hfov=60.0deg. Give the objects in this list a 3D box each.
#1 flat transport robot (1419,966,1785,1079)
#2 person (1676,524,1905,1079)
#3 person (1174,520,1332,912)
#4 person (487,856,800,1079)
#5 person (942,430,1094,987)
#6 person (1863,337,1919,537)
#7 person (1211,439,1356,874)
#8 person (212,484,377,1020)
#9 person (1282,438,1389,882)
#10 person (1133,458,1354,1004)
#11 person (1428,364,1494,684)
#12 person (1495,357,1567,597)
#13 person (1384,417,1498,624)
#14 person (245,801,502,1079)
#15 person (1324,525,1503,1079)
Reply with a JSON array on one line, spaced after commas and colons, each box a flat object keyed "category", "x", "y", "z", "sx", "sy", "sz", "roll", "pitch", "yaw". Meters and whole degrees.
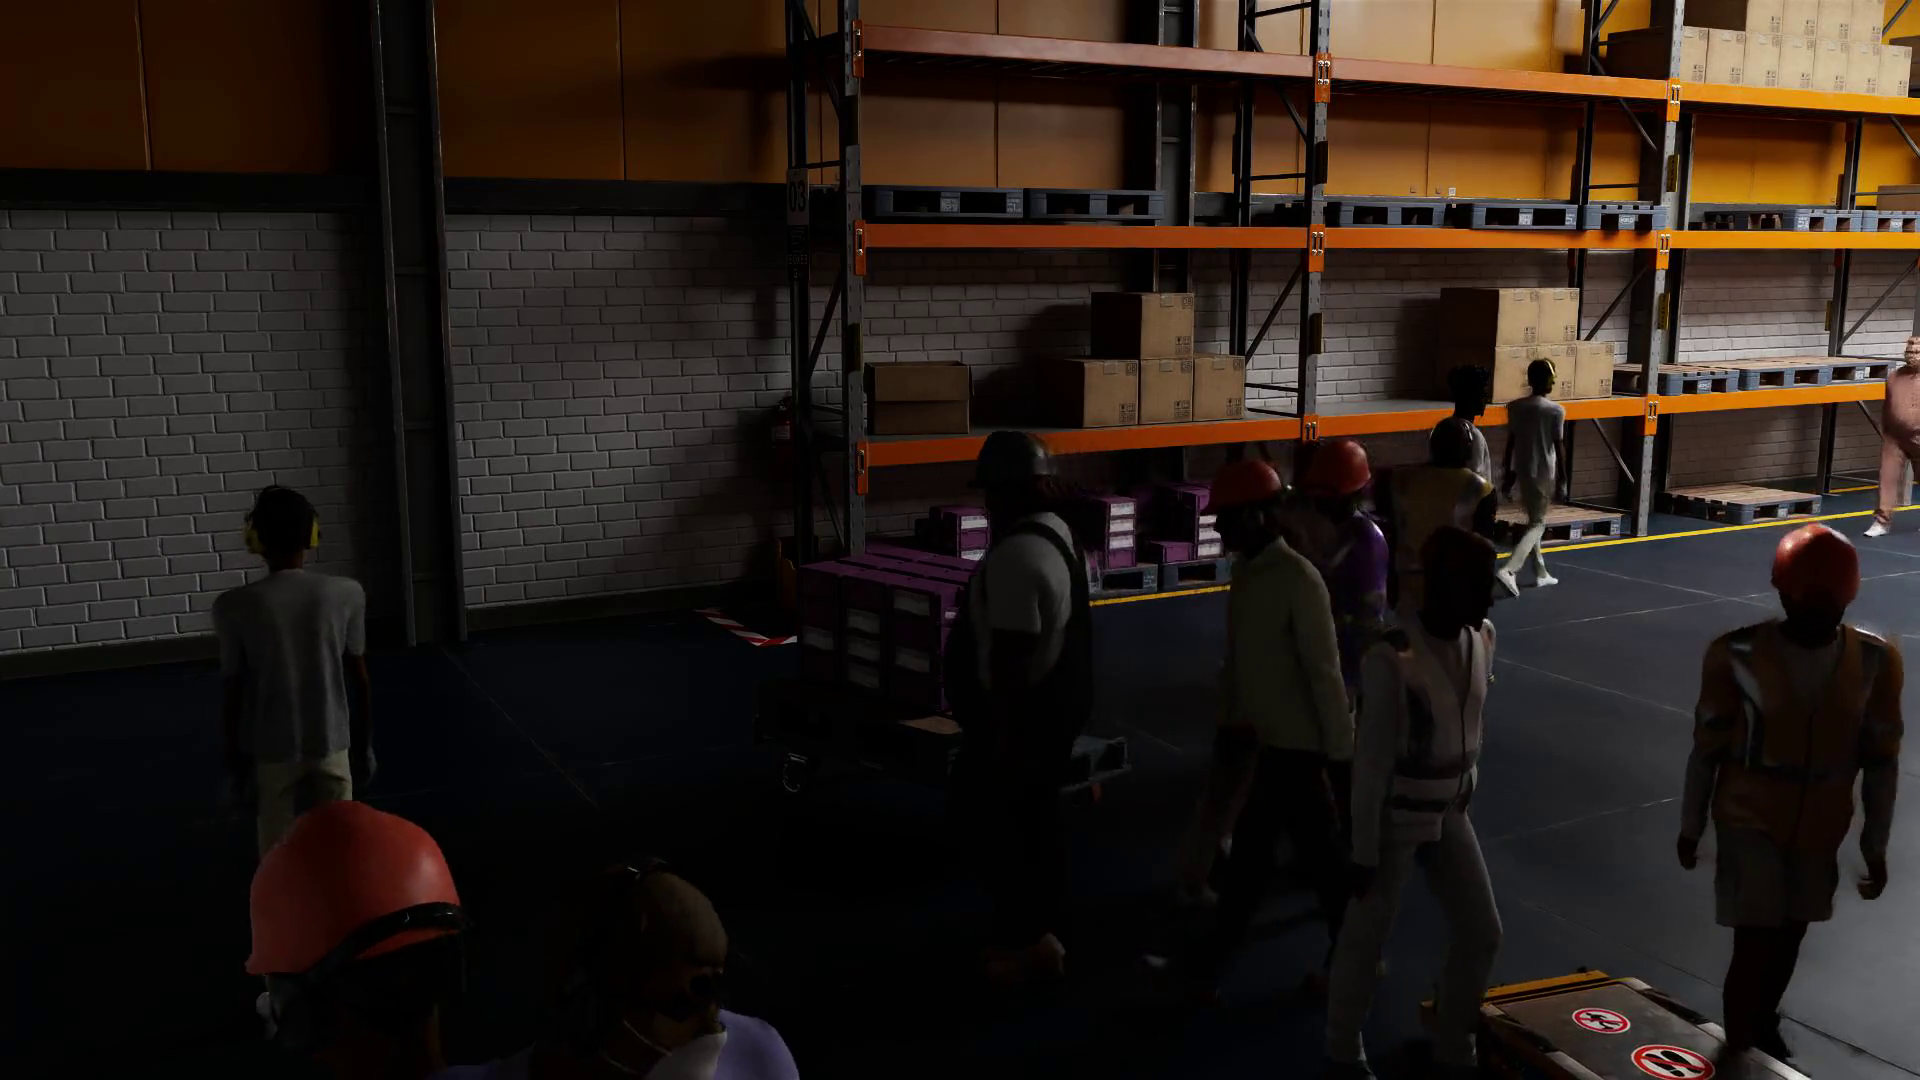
[{"category": "flat transport robot", "x": 2.095, "y": 1.645, "z": 5.063, "sx": 0.652, "sy": 0.197, "sz": 1.431, "roll": -3, "pitch": 10, "yaw": -19}, {"category": "person", "x": 2.506, "y": 0.852, "z": 5.071, "sx": 0.573, "sy": 1.874, "sz": 0.717, "roll": 2, "pitch": 10, "yaw": 9}, {"category": "person", "x": 1.259, "y": 0.713, "z": 6.624, "sx": 0.855, "sy": 1.595, "sz": 0.516, "roll": -3, "pitch": 10, "yaw": -17}, {"category": "person", "x": -0.496, "y": 1.315, "z": 2.252, "sx": 0.682, "sy": 1.905, "sz": 0.512, "roll": -9, "pitch": 13, "yaw": -42}, {"category": "person", "x": 0.209, "y": 0.595, "z": 6.018, "sx": 0.544, "sy": 2.000, "sz": 0.710, "roll": 4, "pitch": 11, "yaw": 22}, {"category": "person", "x": 8.900, "y": -0.962, "z": 15.498, "sx": 0.969, "sy": 1.867, "sz": 0.656, "roll": -6, "pitch": 12, "yaw": -31}, {"category": "person", "x": 1.396, "y": 0.506, "z": 7.039, "sx": 0.895, "sy": 1.881, "sz": 0.664, "roll": -8, "pitch": 13, "yaw": -40}, {"category": "person", "x": -2.262, "y": 0.737, "z": 5.711, "sx": 0.527, "sy": 1.865, "sz": 0.326, "roll": -7, "pitch": 12, "yaw": -34}, {"category": "person", "x": 1.517, "y": 0.508, "z": 6.944, "sx": 0.534, "sy": 1.901, "sz": 0.605, "roll": 0, "pitch": 10, "yaw": 1}, {"category": "person", "x": 1.063, "y": 0.681, "z": 5.830, "sx": 0.986, "sy": 1.925, "sz": 0.668, "roll": -1, "pitch": 10, "yaw": -8}, {"category": "person", "x": 3.083, "y": -0.103, "z": 10.250, "sx": 0.367, "sy": 1.966, "sz": 0.605, "roll": -1, "pitch": 10, "yaw": -8}, {"category": "person", "x": 4.431, "y": -0.493, "z": 12.873, "sx": 0.889, "sy": 1.841, "sz": 0.537, "roll": -7, "pitch": 12, "yaw": -34}, {"category": "person", "x": 2.443, "y": 0.264, "z": 8.642, "sx": 0.646, "sy": 1.810, "sz": 0.885, "roll": 8, "pitch": 13, "yaw": 40}, {"category": "person", "x": -0.672, "y": 1.323, "z": 2.040, "sx": 1.011, "sy": 1.982, "sz": 0.689, "roll": 9, "pitch": 14, "yaw": 44}, {"category": "person", "x": 1.407, "y": 0.866, "z": 5.016, "sx": 0.603, "sy": 1.852, "sz": 0.653, "roll": -7, "pitch": 12, "yaw": -37}]
